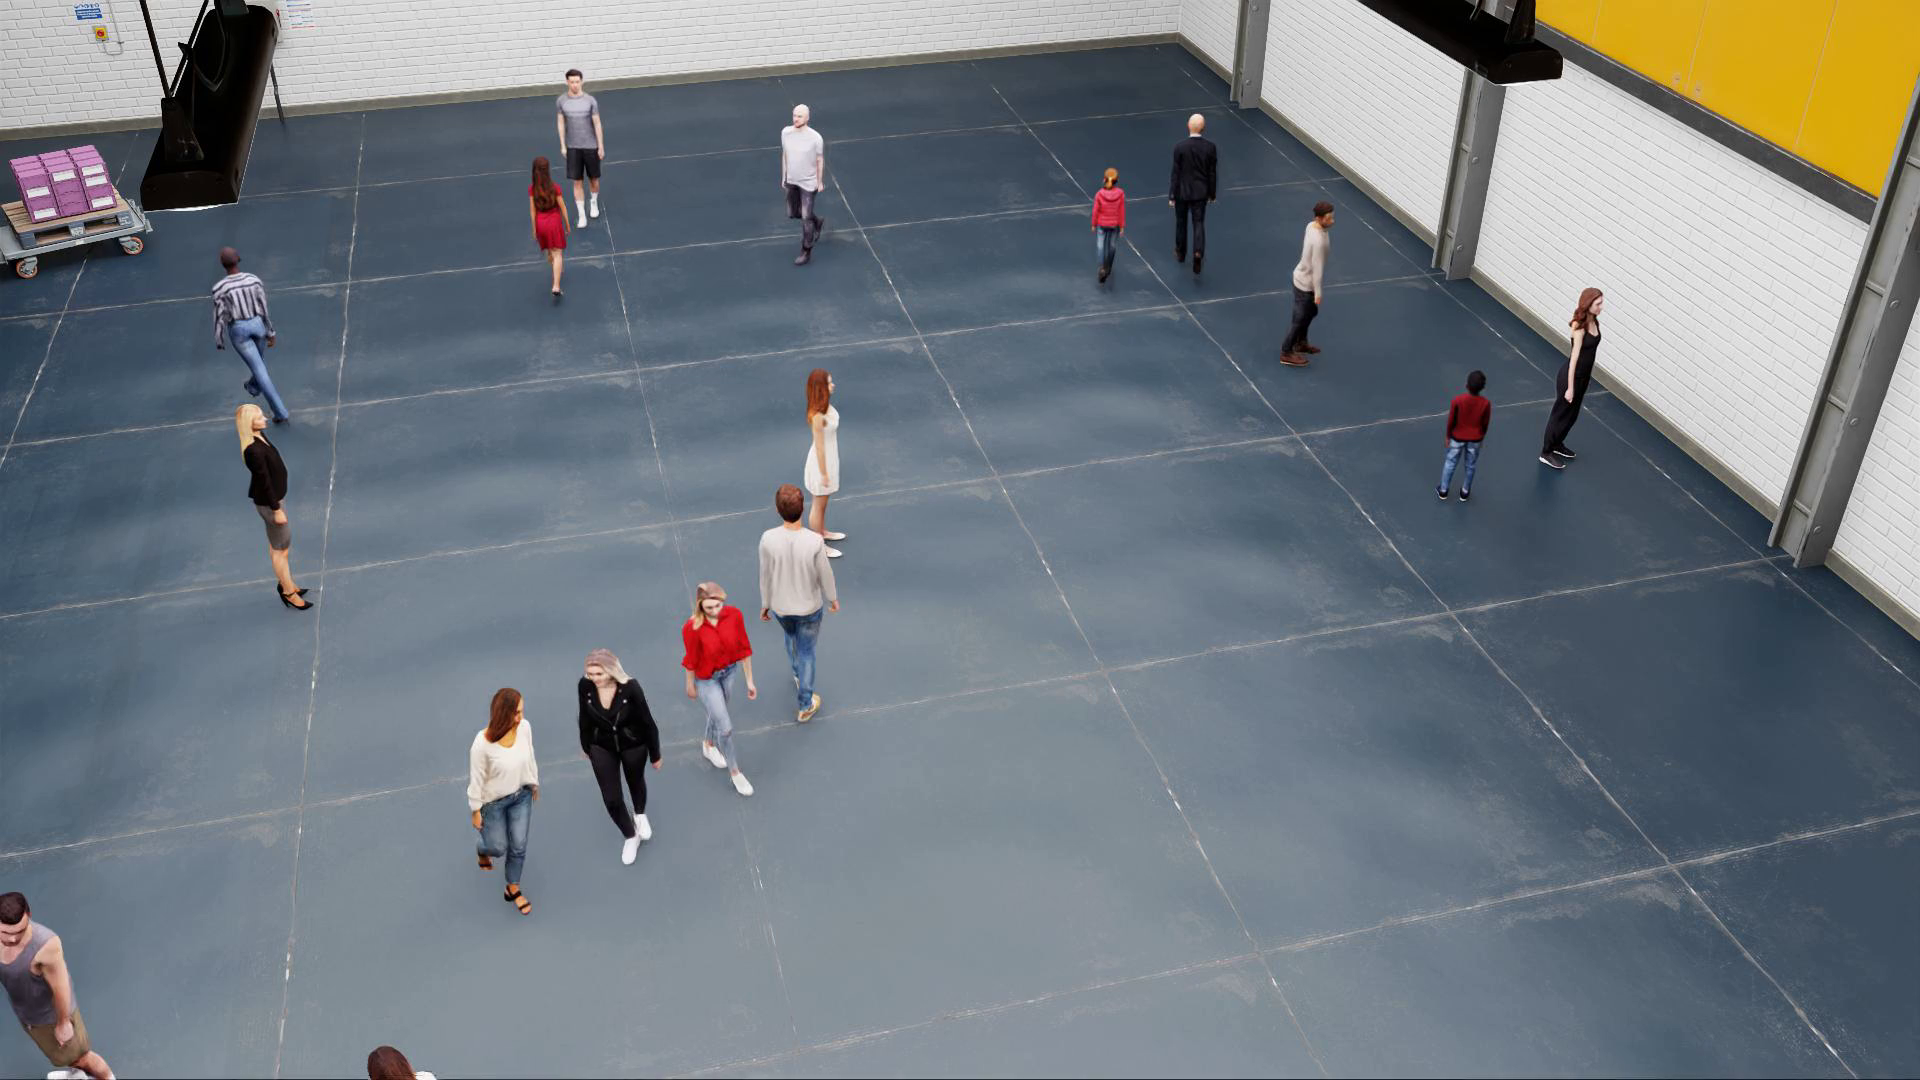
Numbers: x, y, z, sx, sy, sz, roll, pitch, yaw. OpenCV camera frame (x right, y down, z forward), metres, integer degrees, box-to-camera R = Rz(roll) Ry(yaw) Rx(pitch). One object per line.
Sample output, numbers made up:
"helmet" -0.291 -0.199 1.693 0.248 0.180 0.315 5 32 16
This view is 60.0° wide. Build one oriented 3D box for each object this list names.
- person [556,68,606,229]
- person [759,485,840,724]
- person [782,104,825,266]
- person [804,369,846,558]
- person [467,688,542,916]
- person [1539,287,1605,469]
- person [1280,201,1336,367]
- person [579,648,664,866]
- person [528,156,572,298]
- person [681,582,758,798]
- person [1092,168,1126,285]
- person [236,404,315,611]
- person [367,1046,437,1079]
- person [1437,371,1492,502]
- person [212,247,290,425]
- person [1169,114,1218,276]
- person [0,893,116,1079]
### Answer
"person" -4.519 -4.763 20.004 0.782 1.849 1.046 -3 34 -4
"person" -1.199 0.526 12.024 0.899 1.876 1.003 5 34 7
"person" -1.762 -4.126 19.073 1.035 1.819 1.104 16 37 23
"person" -1.155 -0.666 13.965 0.687 1.711 0.576 3 34 5
"person" -2.938 1.612 10.595 0.860 1.647 0.956 -23 40 -30
"person" 5.609 -1.503 15.192 0.696 1.747 0.670 25 41 32
"person" 3.451 -2.589 16.751 0.882 1.831 0.753 -2 34 -4
"person" -2.255 1.323 11.015 0.777 1.664 0.822 -3 34 -5
"person" -4.512 -3.416 18.270 0.704 1.526 1.104 -1 34 -1
"person" -1.735 0.927 11.606 0.833 1.671 0.990 -24 41 -32
"person" 1.658 -3.494 18.592 0.649 1.299 0.897 -1 34 -1
"person" -5.483 -0.264 13.242 0.694 1.843 0.531 -14 36 -20
"person" -2.625 3.172 8.256 0.943 1.641 1.192 -25 41 -33
"person" 4.488 -0.918 14.761 0.561 1.250 0.579 5 34 7
"person" -6.682 -1.876 15.750 1.257 1.750 1.067 26 42 33
"person" 2.622 -3.877 18.734 0.867 1.780 1.155 -1 34 -1
"person" -5.090 2.507 9.212 0.844 1.798 0.896 26 42 33
